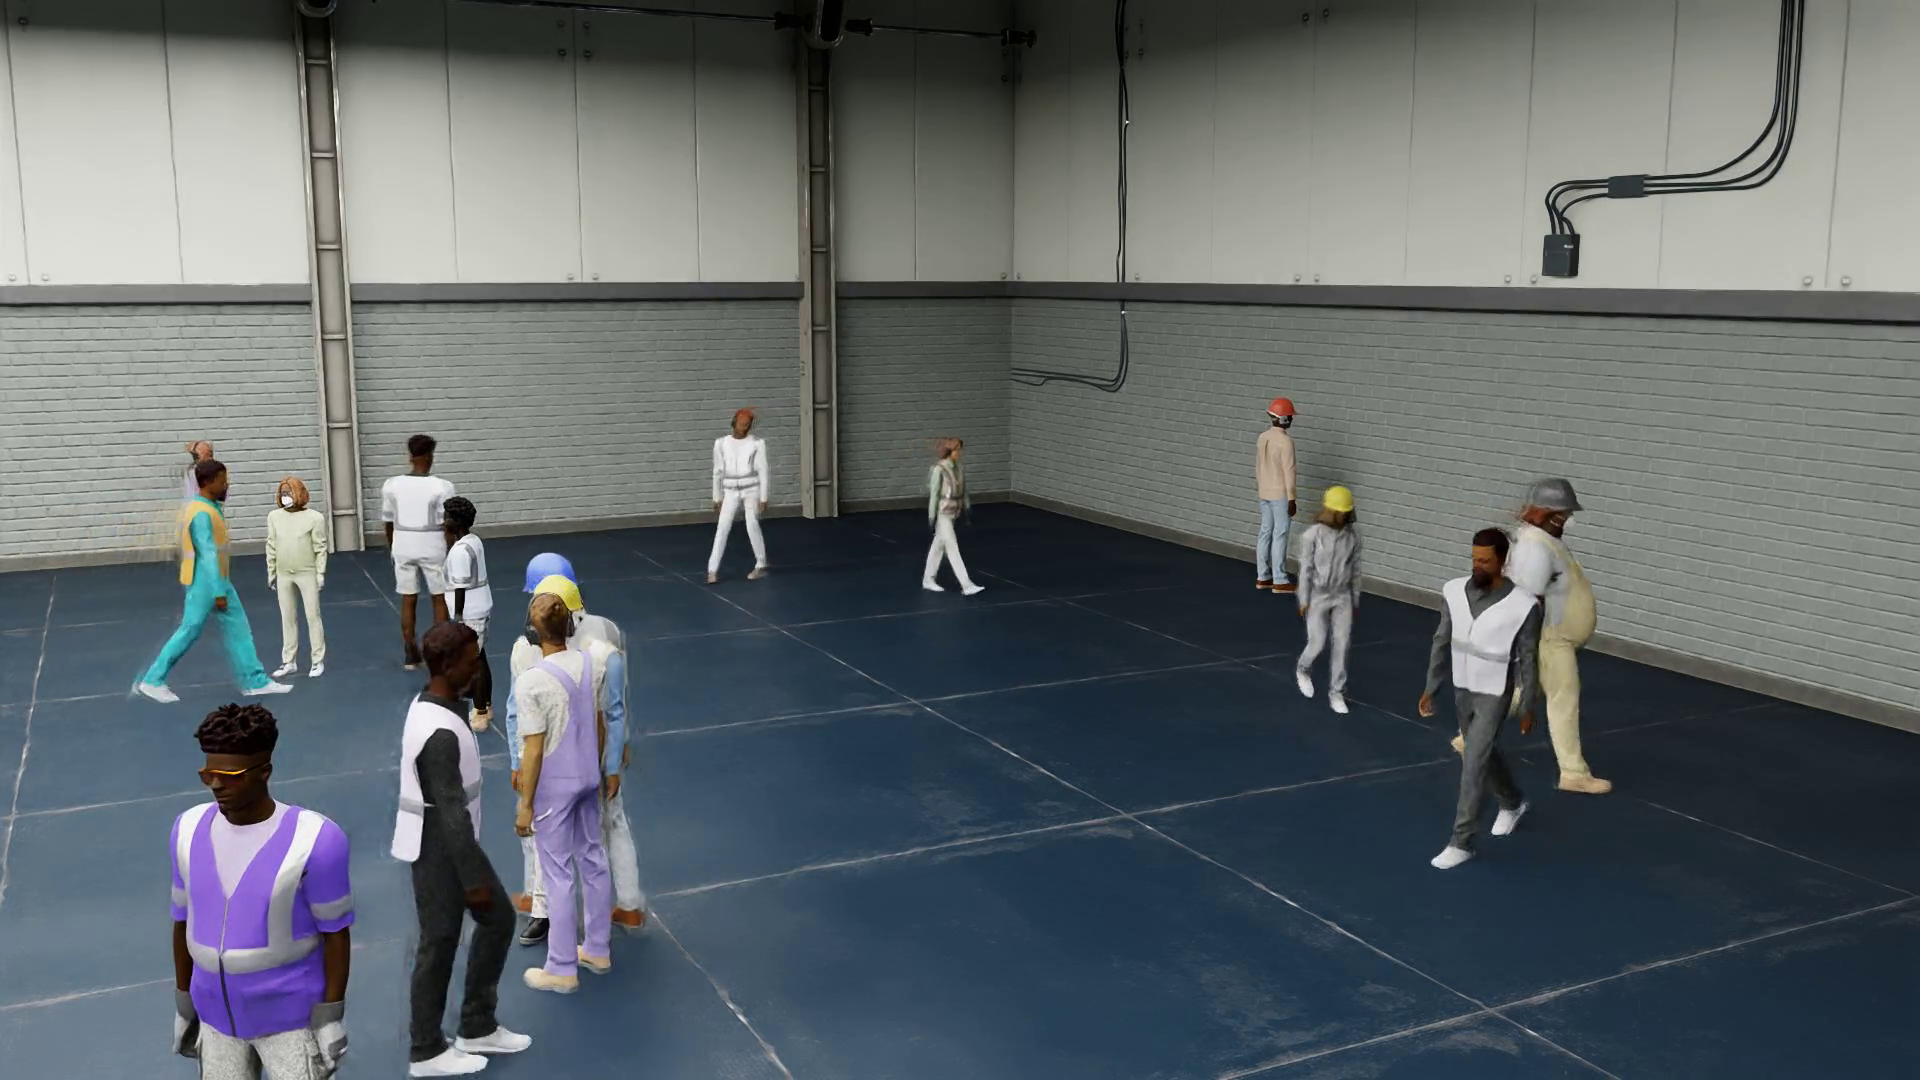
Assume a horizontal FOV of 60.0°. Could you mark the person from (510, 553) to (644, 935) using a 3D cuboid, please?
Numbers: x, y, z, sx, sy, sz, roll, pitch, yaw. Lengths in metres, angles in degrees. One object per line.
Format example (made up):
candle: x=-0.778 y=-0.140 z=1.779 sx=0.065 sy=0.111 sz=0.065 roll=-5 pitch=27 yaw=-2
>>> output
person: x=-1.969 y=1.007 z=8.254 sx=0.870 sy=1.896 sz=0.671 roll=8 pitch=12 yaw=40

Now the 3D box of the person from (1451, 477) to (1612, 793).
person: x=3.654 y=0.561 z=10.570 sx=0.950 sy=2.000 sz=0.677 roll=3 pitch=10 yaw=16

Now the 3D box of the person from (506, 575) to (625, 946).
person: x=-1.924 y=1.069 z=8.081 sx=0.594 sy=1.832 sz=0.404 roll=1 pitch=9 yaw=8

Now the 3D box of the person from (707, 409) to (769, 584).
person: x=-2.331 y=-0.463 z=17.536 sx=0.634 sy=1.831 sz=0.726 roll=1 pitch=9 yaw=6

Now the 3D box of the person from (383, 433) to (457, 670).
person: x=-4.408 y=0.101 z=13.675 sx=0.624 sy=1.948 sz=0.416 roll=0 pitch=9 yaw=1

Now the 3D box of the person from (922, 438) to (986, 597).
person: x=-0.061 y=-0.230 z=16.807 sx=0.848 sy=1.591 sz=0.537 roll=5 pitch=10 yaw=27

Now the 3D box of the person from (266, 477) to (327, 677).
person: x=-5.361 y=0.298 z=13.445 sx=0.497 sy=1.633 sz=0.285 roll=1 pitch=9 yaw=5

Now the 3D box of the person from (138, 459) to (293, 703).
person: x=-5.757 y=0.312 z=12.660 sx=1.053 sy=1.869 sz=0.596 roll=-2 pitch=9 yaw=-14

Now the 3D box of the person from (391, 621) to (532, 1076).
person: x=-1.979 y=1.256 z=6.725 sx=0.651 sy=1.893 sz=0.610 roll=-2 pitch=10 yaw=-15

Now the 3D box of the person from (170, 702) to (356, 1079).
person: x=-2.205 y=1.463 z=5.239 sx=0.600 sy=1.967 sz=0.368 roll=1 pitch=9 yaw=9

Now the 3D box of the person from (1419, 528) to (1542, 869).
person: x=2.985 y=0.841 z=9.374 sx=0.970 sy=1.880 sz=0.590 roll=-7 pitch=11 yaw=-35

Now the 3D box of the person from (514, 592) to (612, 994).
person: x=-1.819 y=1.145 z=7.590 sx=0.348 sy=1.842 sz=0.505 roll=6 pitch=11 yaw=32

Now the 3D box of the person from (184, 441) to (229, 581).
person: x=-7.364 y=-0.157 z=16.258 sx=0.311 sy=1.633 sz=0.519 roll=2 pitch=9 yaw=14

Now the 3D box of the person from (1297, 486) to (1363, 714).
person: x=2.740 y=0.425 z=12.381 sx=0.509 sy=1.715 sz=0.550 roll=-2 pitch=9 yaw=-10

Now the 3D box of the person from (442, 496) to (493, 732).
person: x=-3.515 y=0.525 z=11.884 sx=0.321 sy=1.689 sz=0.529 roll=0 pitch=9 yaw=-3

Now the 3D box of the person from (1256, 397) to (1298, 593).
person: x=3.250 y=-0.458 z=16.990 sx=0.376 sy=1.995 sz=0.609 roll=-4 pitch=10 yaw=-22
